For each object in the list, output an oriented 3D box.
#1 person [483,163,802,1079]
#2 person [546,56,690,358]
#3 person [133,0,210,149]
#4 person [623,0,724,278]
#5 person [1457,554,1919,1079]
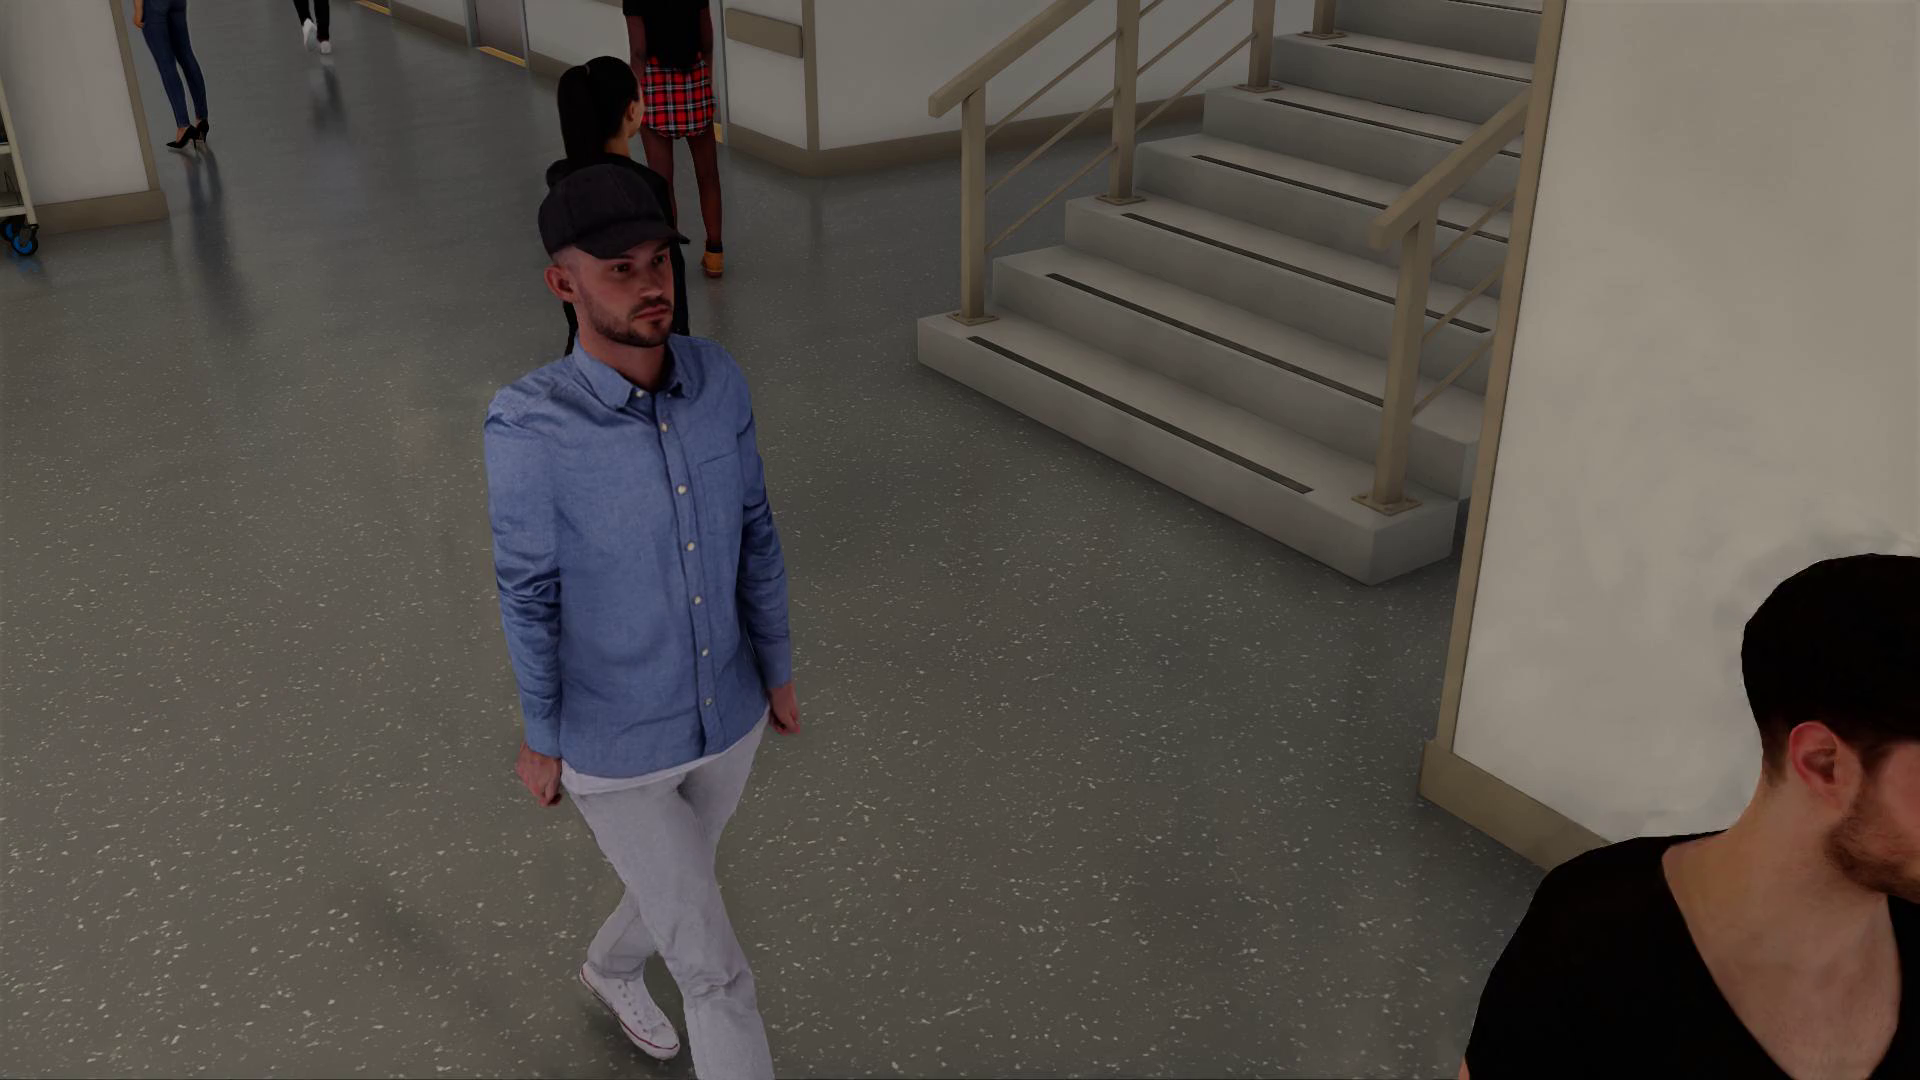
[{"bbox_3d":[-0.560,0.280,2.929,1.110,1.854,0.850,-23,34,-39],"label":"person"},{"bbox_3d":[-0.947,-0.484,4.682,0.652,1.707,0.661,12,28,24],"label":"person"},{"bbox_3d":[-5.161,-3.453,10.740,0.728,1.793,0.640,7,27,15],"label":"person"},{"bbox_3d":[-1.375,-2.102,8.014,0.514,1.728,0.657,-17,30,-31],"label":"person"},{"bbox_3d":[0.692,0.818,1.773,0.822,1.889,0.941,-2,26,-4],"label":"person"}]
